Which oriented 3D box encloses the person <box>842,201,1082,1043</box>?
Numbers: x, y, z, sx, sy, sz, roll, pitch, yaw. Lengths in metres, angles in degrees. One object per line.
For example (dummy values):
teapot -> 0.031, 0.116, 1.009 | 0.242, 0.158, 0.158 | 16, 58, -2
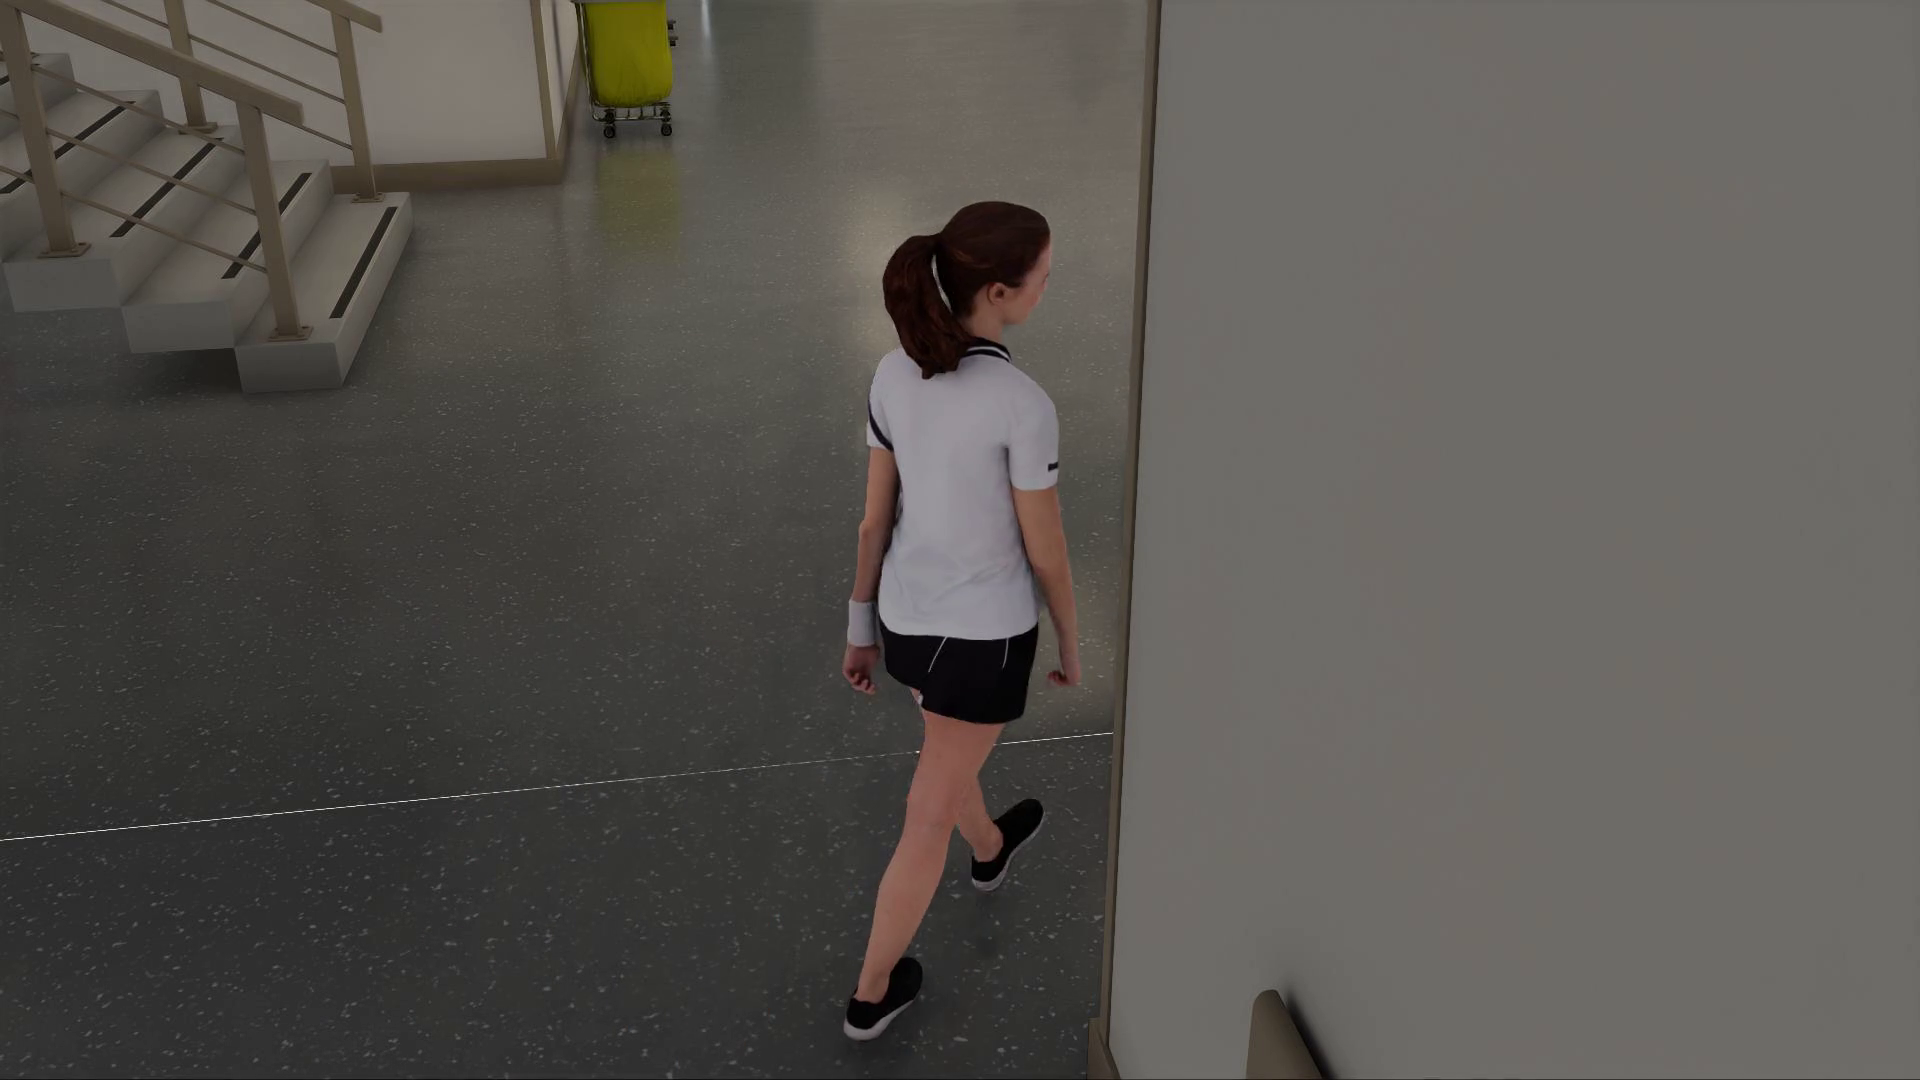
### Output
person -> -0.067, 0.245, 3.212 | 1.018, 1.712, 1.068 | 15, 30, 28
